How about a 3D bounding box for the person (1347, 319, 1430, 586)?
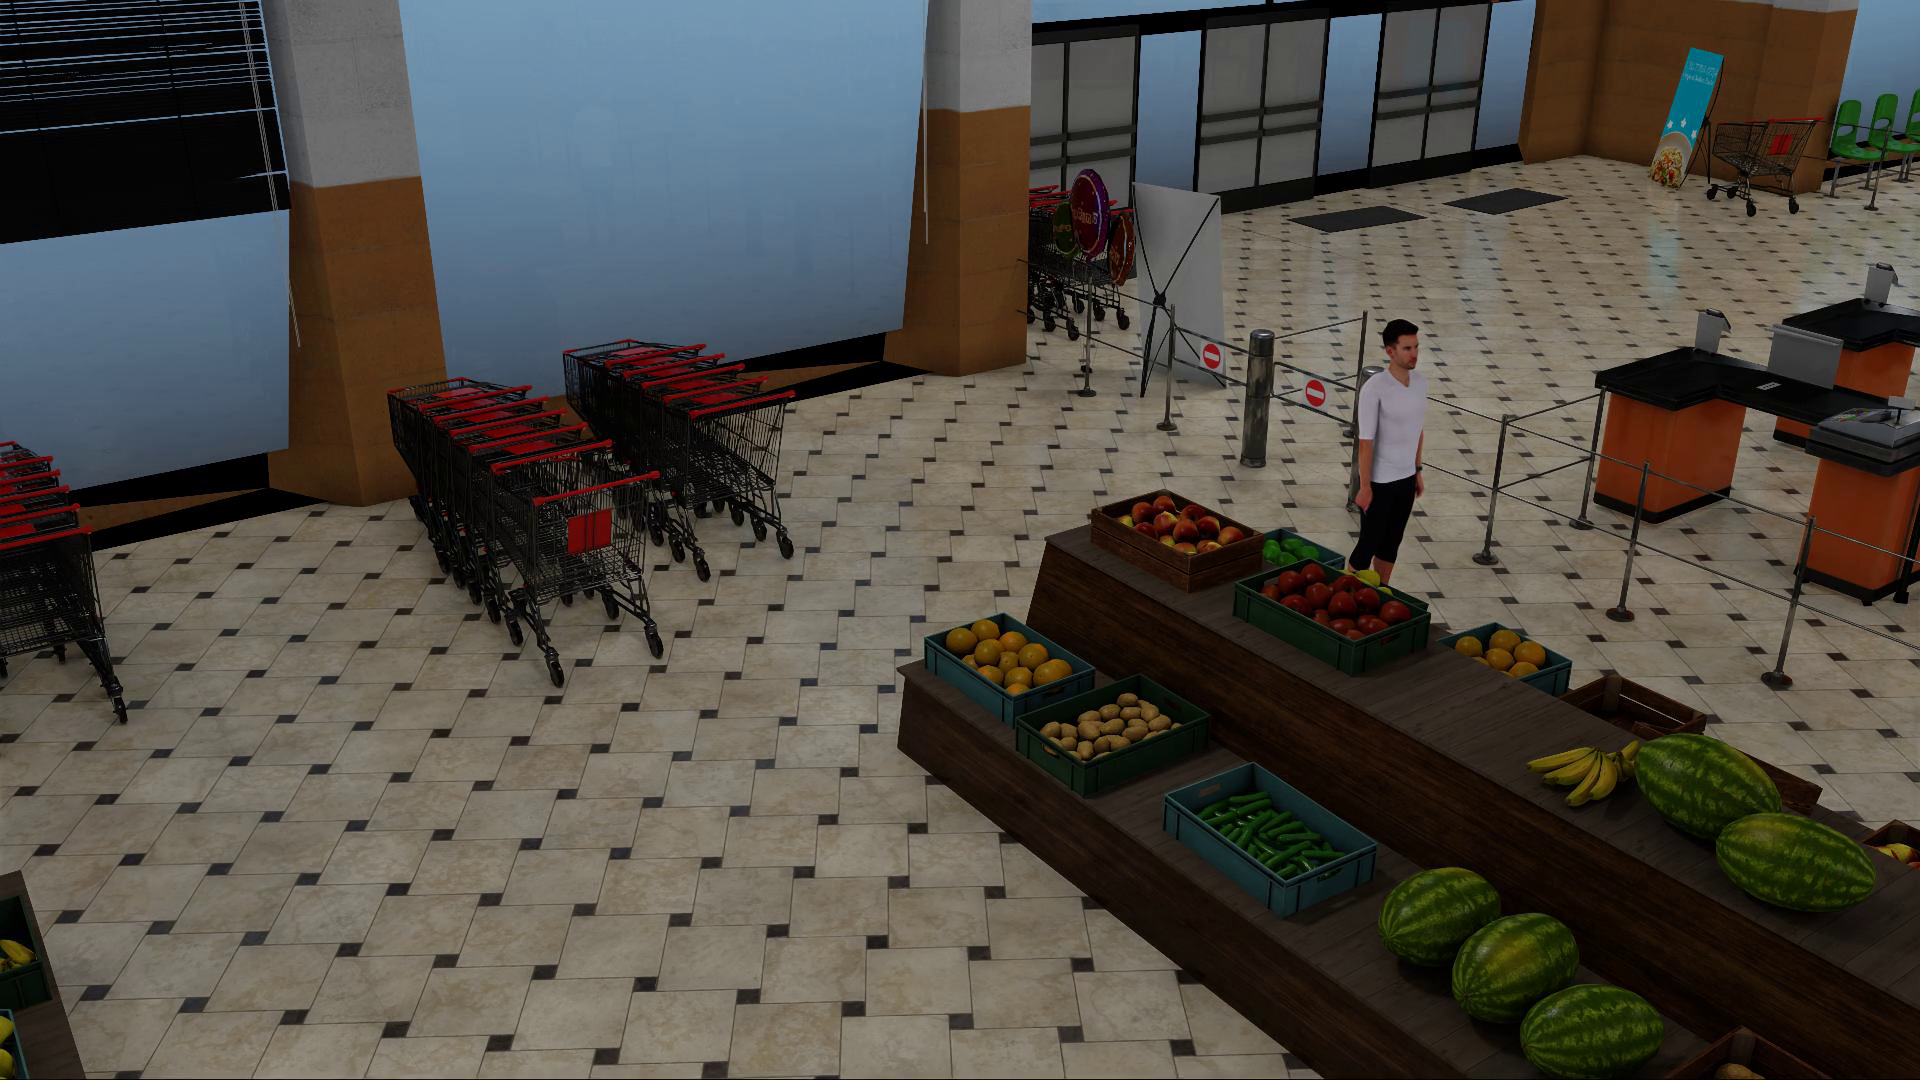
[{"bbox_3d":[2.482,-0.382,9.656,0.656,1.852,0.542,-15,28,-31],"label":"person"}]
